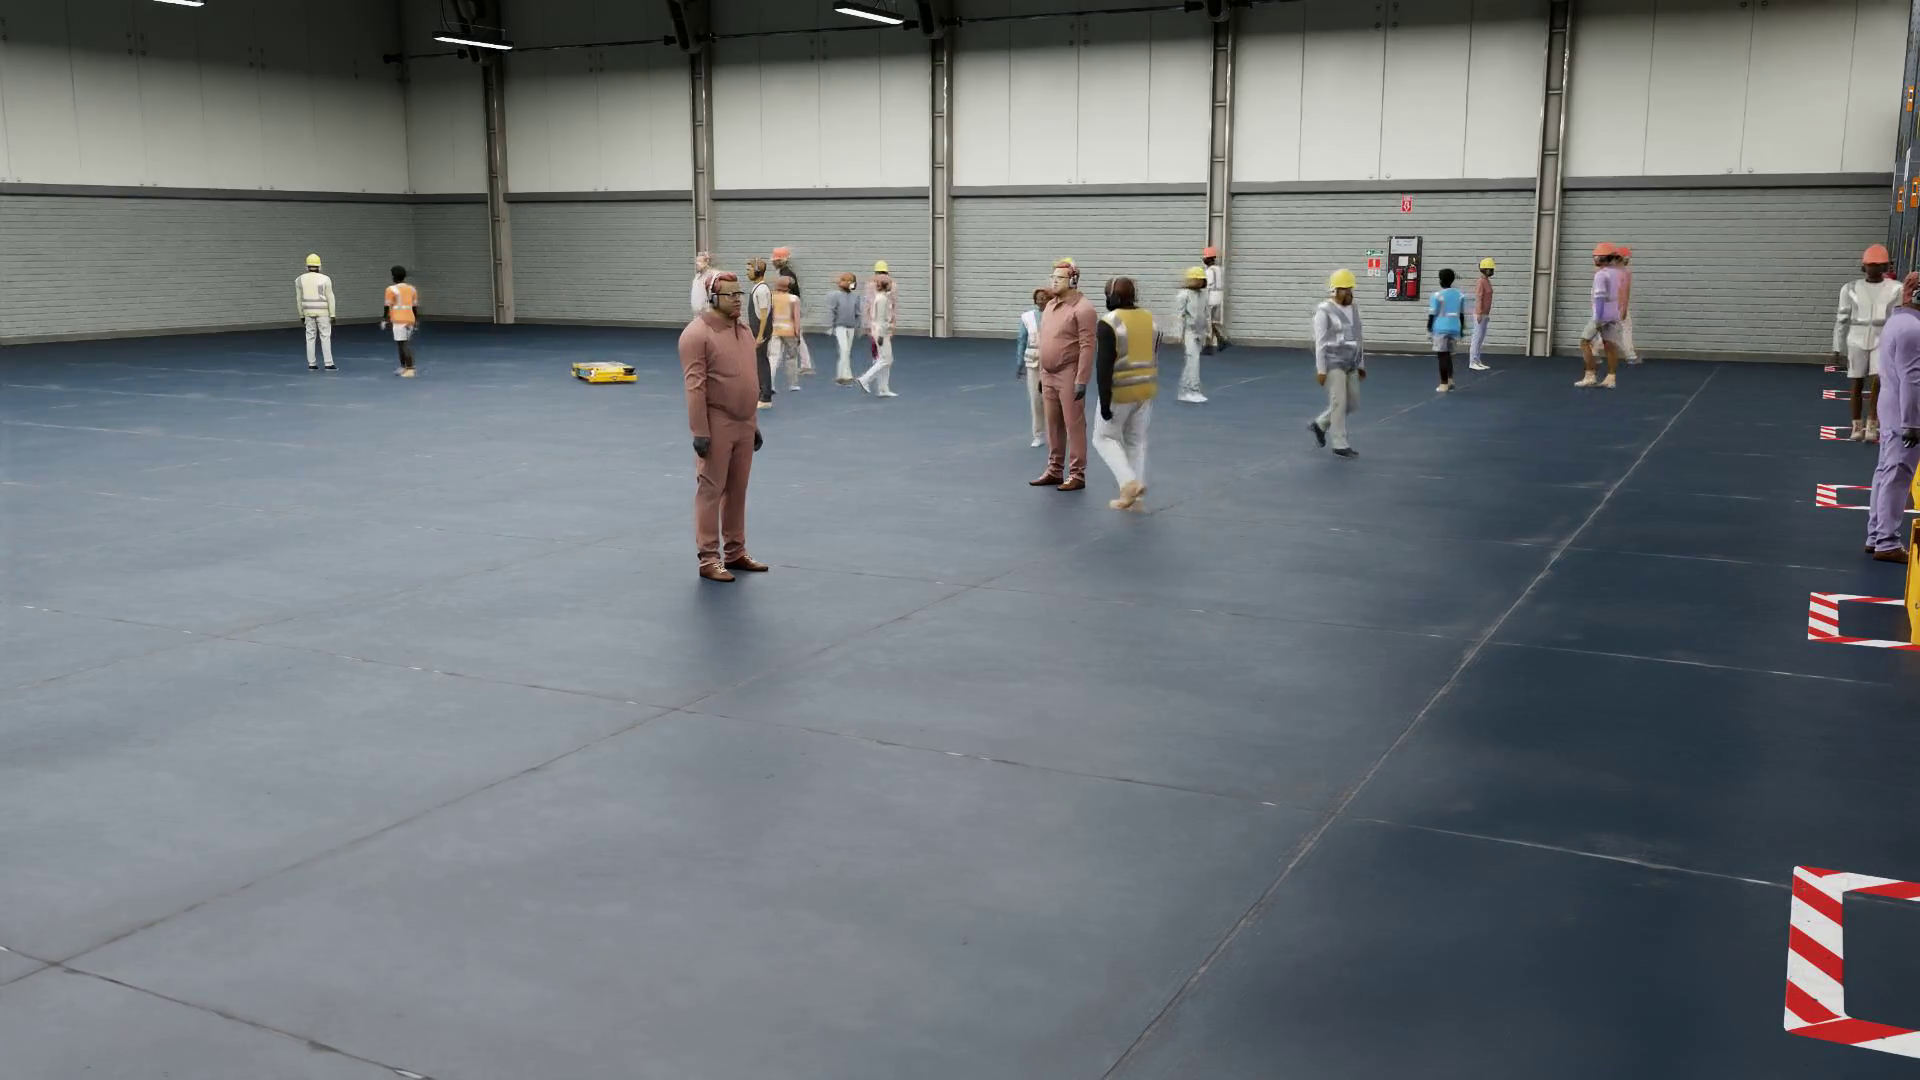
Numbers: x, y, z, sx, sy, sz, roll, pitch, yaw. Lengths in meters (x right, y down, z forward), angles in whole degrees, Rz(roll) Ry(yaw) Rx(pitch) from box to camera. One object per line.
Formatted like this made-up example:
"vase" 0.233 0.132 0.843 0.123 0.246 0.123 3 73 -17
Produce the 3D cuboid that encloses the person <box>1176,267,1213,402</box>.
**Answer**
"person" 3.067 -2.611 21.215 0.507 1.717 0.711 -9 13 -39

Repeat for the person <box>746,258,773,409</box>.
"person" -2.476 -2.534 20.486 0.338 1.845 0.515 -2 11 -11

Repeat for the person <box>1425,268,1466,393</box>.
"person" 6.556 -2.831 22.523 0.560 1.679 0.461 -3 11 -17

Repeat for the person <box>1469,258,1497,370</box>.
"person" 8.332 -3.587 26.444 0.326 1.767 0.533 6 12 31

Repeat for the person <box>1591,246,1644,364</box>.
"person" 10.916 -3.892 27.604 0.925 1.958 0.633 -2 11 -13

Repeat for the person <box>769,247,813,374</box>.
"person" -2.710 -3.458 25.271 1.004 1.931 0.681 -1 10 -8

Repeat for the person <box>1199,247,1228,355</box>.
"person" 4.451 -4.228 29.501 0.456 1.926 0.574 5 12 27

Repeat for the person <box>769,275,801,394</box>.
"person" -2.412 -2.780 22.542 0.527 1.599 0.847 3 11 18

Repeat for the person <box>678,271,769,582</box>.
"person" -1.447 -0.709 10.366 0.410 1.909 0.643 5 12 27

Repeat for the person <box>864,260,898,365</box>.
"person" -1.238 -3.522 26.160 0.527 1.746 0.667 -1 10 -5

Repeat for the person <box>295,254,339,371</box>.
"person" -10.090 -3.564 26.130 0.600 1.832 0.404 1 10 5

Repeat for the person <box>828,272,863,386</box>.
"person" -1.553 -2.961 23.452 0.508 1.598 0.765 -8 13 -39

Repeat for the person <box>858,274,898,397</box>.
"person" -1.066 -2.677 21.855 0.436 1.628 0.518 -1 10 -4

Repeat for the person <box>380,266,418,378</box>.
"person" -8.433 -3.265 24.945 0.715 1.671 0.548 5 11 25

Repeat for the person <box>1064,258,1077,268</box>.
"person" 1.911 -4.047 29.075 0.879 1.723 0.548 8 13 36

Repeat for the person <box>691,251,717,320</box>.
"person" -3.685 -3.249 24.234 0.513 1.895 0.663 -7 13 -35

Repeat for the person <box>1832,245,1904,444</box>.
"person" 9.290 -1.988 17.028 0.643 2.008 0.901 6 12 30

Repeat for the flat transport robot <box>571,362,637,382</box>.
"flat transport robot" -5.264 -2.491 24.548 0.652 0.197 1.431 -5 11 -25

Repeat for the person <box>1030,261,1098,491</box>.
"person" 0.859 -1.375 13.985 0.409 1.913 0.642 -7 13 -34

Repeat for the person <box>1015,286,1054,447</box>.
"person" 0.825 -1.734 16.729 0.530 1.630 0.362 4 11 22

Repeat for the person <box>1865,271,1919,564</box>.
"person" 6.212 -0.804 10.883 0.407 1.906 0.655 4 11 21

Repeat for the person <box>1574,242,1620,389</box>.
"person" 8.890 -3.114 23.130 0.606 2.023 0.683 -9 14 -41

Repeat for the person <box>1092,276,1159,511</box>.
"person" 1.272 -1.103 12.743 0.648 1.824 0.466 -8 13 -37

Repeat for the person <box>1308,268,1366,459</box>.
"person" 3.629 -1.704 16.030 0.604 1.816 0.651 -8 13 -37
